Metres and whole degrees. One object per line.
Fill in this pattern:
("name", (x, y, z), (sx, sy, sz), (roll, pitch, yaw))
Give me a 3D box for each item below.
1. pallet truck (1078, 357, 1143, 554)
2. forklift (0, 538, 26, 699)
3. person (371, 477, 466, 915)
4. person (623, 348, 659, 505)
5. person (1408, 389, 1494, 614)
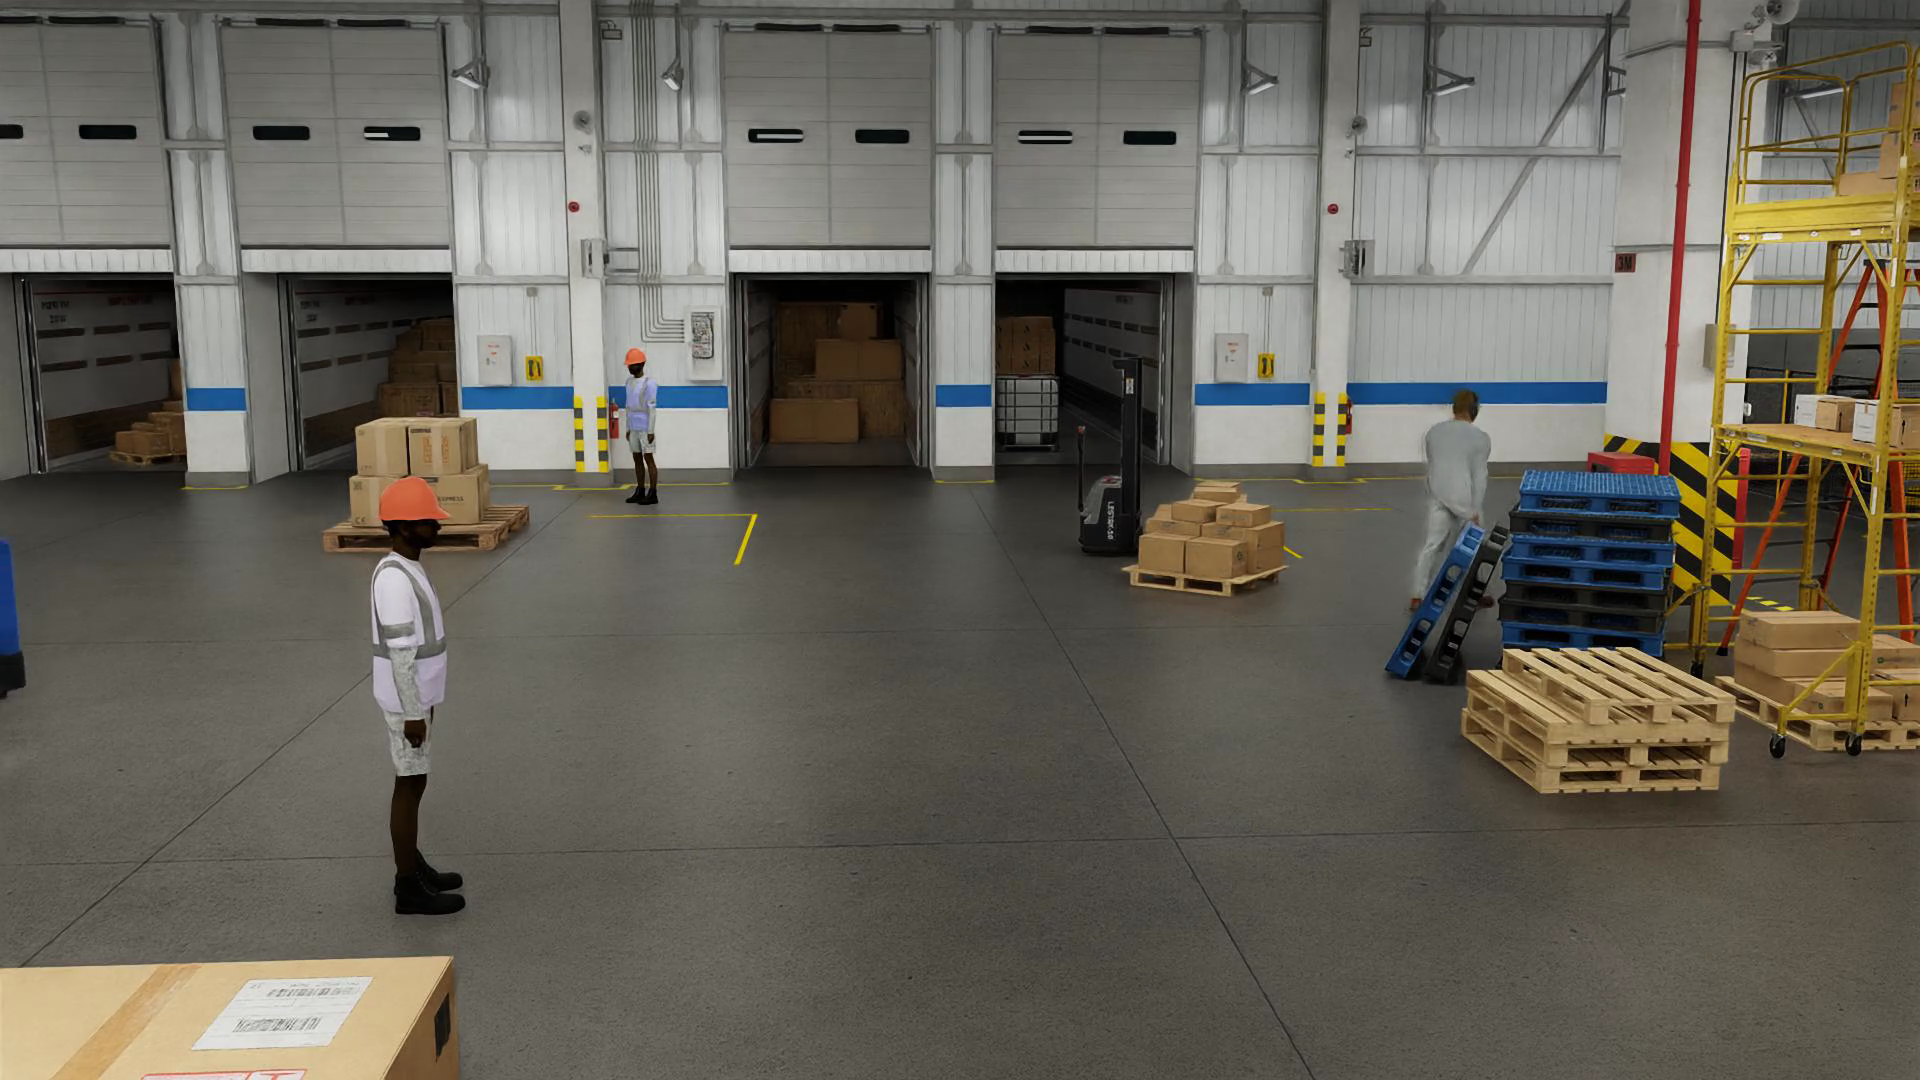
("pallet truck", (2.088, -0.836, 16.757), (1.885, 1.965, 0.823), (2, 9, 13))
("forklift", (-7.113, -0.258, 10.364), (1.129, 2.768, 1.873), (5, 10, 27))
("person", (-2.415, 0.685, 7.394), (0.360, 1.939, 0.543), (-3, 9, -16))
("person", (-3.951, -1.393, 20.478), (0.544, 1.930, 0.388), (8, 12, 42))
("person", (4.093, -0.309, 13.797), (1.005, 1.901, 0.639), (-8, 12, -41))
